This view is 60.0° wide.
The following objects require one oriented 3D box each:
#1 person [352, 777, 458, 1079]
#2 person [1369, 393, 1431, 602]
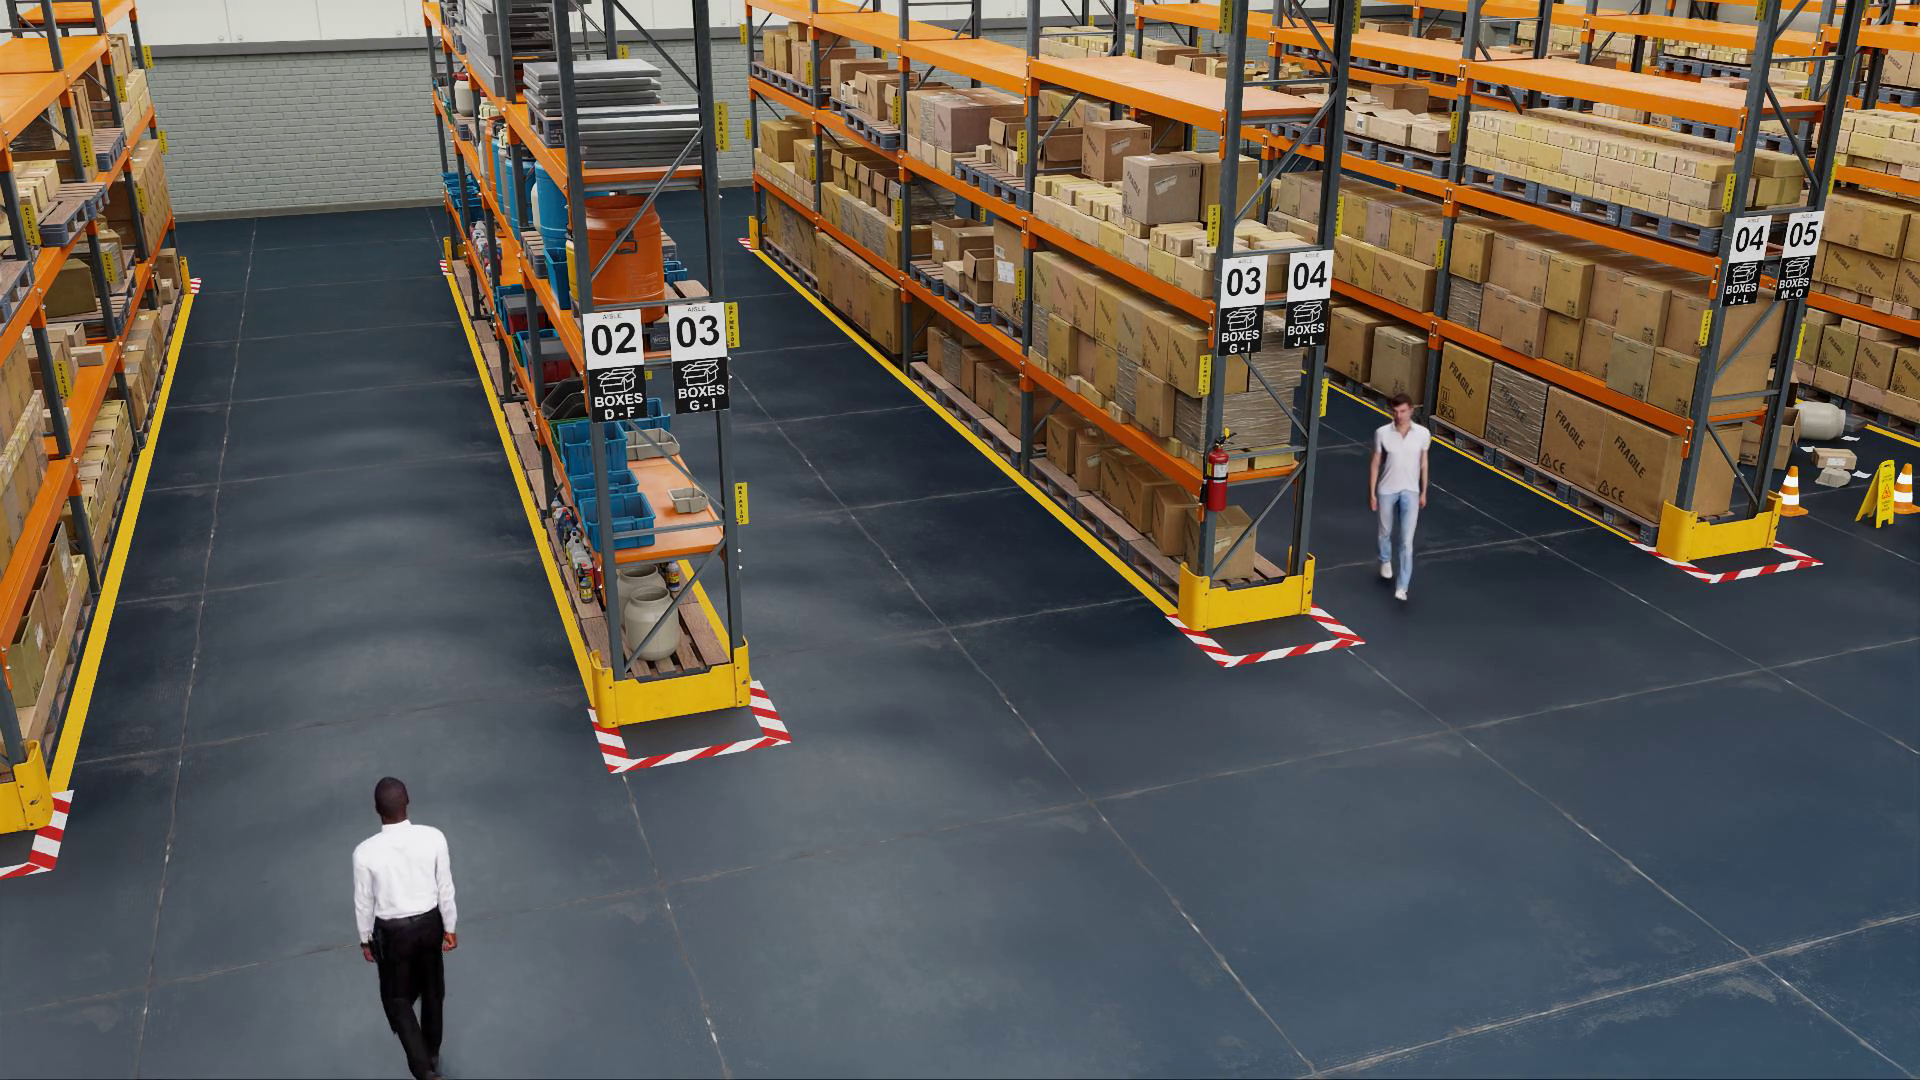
[{"bbox_3d":[-2.807,2.092,8.534,0.714,1.816,1.066,-10,24,-24],"label":"person"},{"bbox_3d":[3.850,-0.418,14.704,1.078,1.791,1.297,4,23,9],"label":"person"}]
